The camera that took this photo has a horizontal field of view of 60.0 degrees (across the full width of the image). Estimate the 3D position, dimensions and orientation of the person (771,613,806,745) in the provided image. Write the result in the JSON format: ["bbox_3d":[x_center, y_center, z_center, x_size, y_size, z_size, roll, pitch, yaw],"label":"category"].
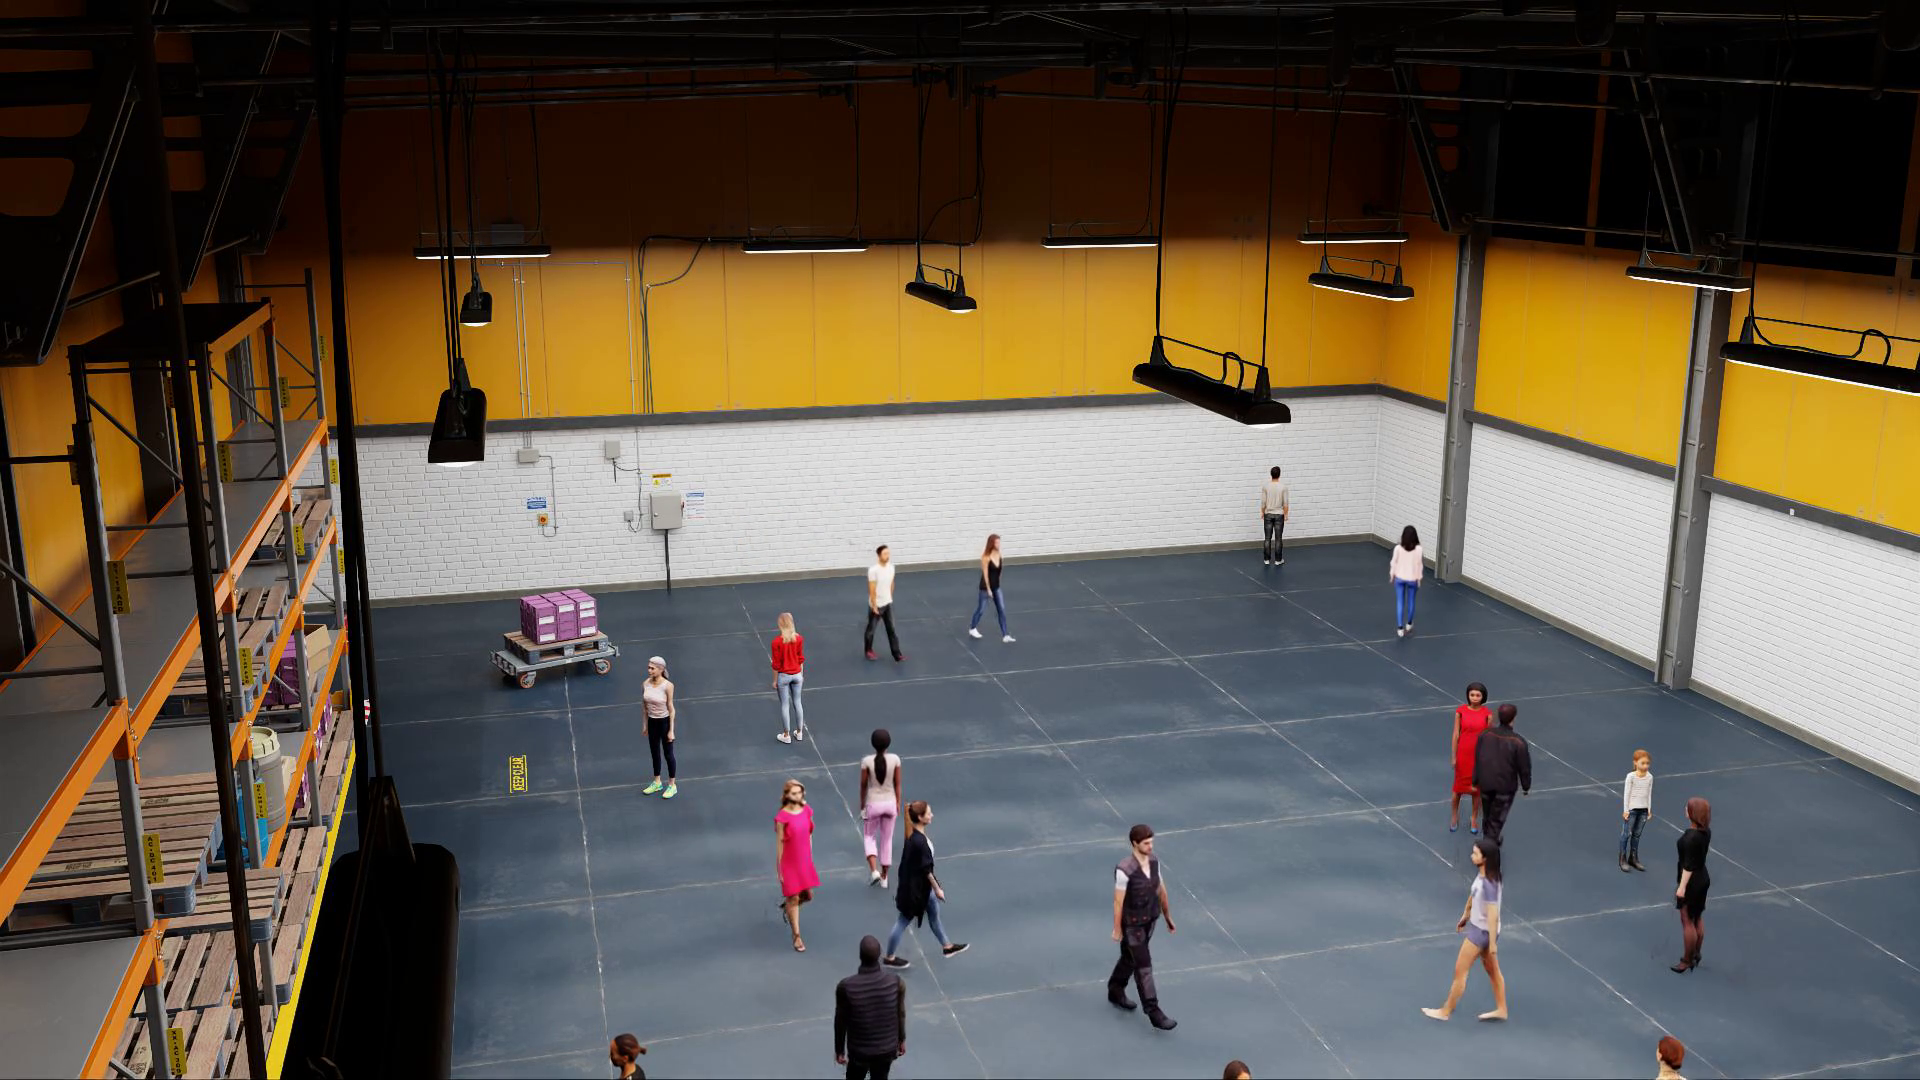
[{"bbox_3d":[-2.206,1.766,21.371,0.680,1.703,0.624,-9,16,-32],"label":"person"}]

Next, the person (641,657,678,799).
[{"bbox_3d":[-3.535,2.188,19.628,0.684,1.702,0.737,7,15,27],"label":"person"}]

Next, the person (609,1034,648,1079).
[{"bbox_3d":[-2.238,4.176,11.498,0.666,1.665,0.470,-2,14,-9],"label":"person"}]

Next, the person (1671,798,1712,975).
[{"bbox_3d":[6.809,3.200,15.444,0.664,1.704,0.661,13,19,43],"label":"person"}]

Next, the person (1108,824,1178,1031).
[{"bbox_3d":[1.487,3.336,14.647,1.195,1.815,1.030,12,18,40],"label":"person"}]

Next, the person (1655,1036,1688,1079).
[{"bbox_3d":[4.842,4.219,11.397,0.581,1.630,0.584,-5,14,-20],"label":"person"}]

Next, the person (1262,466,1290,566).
[{"bbox_3d":[5.727,-0.452,30.299,0.730,1.812,0.744,5,14,18],"label":"person"}]

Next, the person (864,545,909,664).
[{"bbox_3d":[-1.239,0.952,24.610,0.932,1.760,1.206,-10,17,-36],"label":"person"}]

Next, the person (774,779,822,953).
[{"bbox_3d":[-1.622,3.081,15.918,0.735,1.714,0.885,-10,17,-35],"label":"person"}]

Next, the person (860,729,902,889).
[{"bbox_3d":[-0.804,2.790,17.081,0.624,1.732,0.780,-2,14,-7],"label":"person"}]

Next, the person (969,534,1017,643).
[{"bbox_3d":[0.401,0.749,25.619,0.889,1.680,1.152,-12,18,-40],"label":"person"}]

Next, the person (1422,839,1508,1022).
[{"bbox_3d":[4.659,3.426,14.509,0.927,1.704,1.007,3,14,11],"label":"person"}]

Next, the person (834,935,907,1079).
[{"bbox_3d":[-0.652,3.859,12.466,0.735,1.826,0.864,-2,14,-10],"label":"person"}]

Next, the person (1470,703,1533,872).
[{"bbox_3d":[5.625,2.640,17.540,1.079,1.807,1.085,-13,19,-43],"label":"person"}]

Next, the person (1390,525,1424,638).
[{"bbox_3d":[6.924,0.662,25.854,0.975,1.739,1.104,5,14,18],"label":"person"}]

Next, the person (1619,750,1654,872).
[{"bbox_3d":[7.178,2.863,17.664,0.473,1.315,0.508,-3,14,-11],"label":"person"}]

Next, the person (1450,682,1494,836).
[{"bbox_3d":[5.700,2.424,18.564,0.641,1.744,0.653,4,14,16],"label":"person"}]

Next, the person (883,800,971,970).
[{"bbox_3d":[-0.500,3.233,15.437,0.817,1.643,1.034,-1,14,-4],"label":"person"}]
